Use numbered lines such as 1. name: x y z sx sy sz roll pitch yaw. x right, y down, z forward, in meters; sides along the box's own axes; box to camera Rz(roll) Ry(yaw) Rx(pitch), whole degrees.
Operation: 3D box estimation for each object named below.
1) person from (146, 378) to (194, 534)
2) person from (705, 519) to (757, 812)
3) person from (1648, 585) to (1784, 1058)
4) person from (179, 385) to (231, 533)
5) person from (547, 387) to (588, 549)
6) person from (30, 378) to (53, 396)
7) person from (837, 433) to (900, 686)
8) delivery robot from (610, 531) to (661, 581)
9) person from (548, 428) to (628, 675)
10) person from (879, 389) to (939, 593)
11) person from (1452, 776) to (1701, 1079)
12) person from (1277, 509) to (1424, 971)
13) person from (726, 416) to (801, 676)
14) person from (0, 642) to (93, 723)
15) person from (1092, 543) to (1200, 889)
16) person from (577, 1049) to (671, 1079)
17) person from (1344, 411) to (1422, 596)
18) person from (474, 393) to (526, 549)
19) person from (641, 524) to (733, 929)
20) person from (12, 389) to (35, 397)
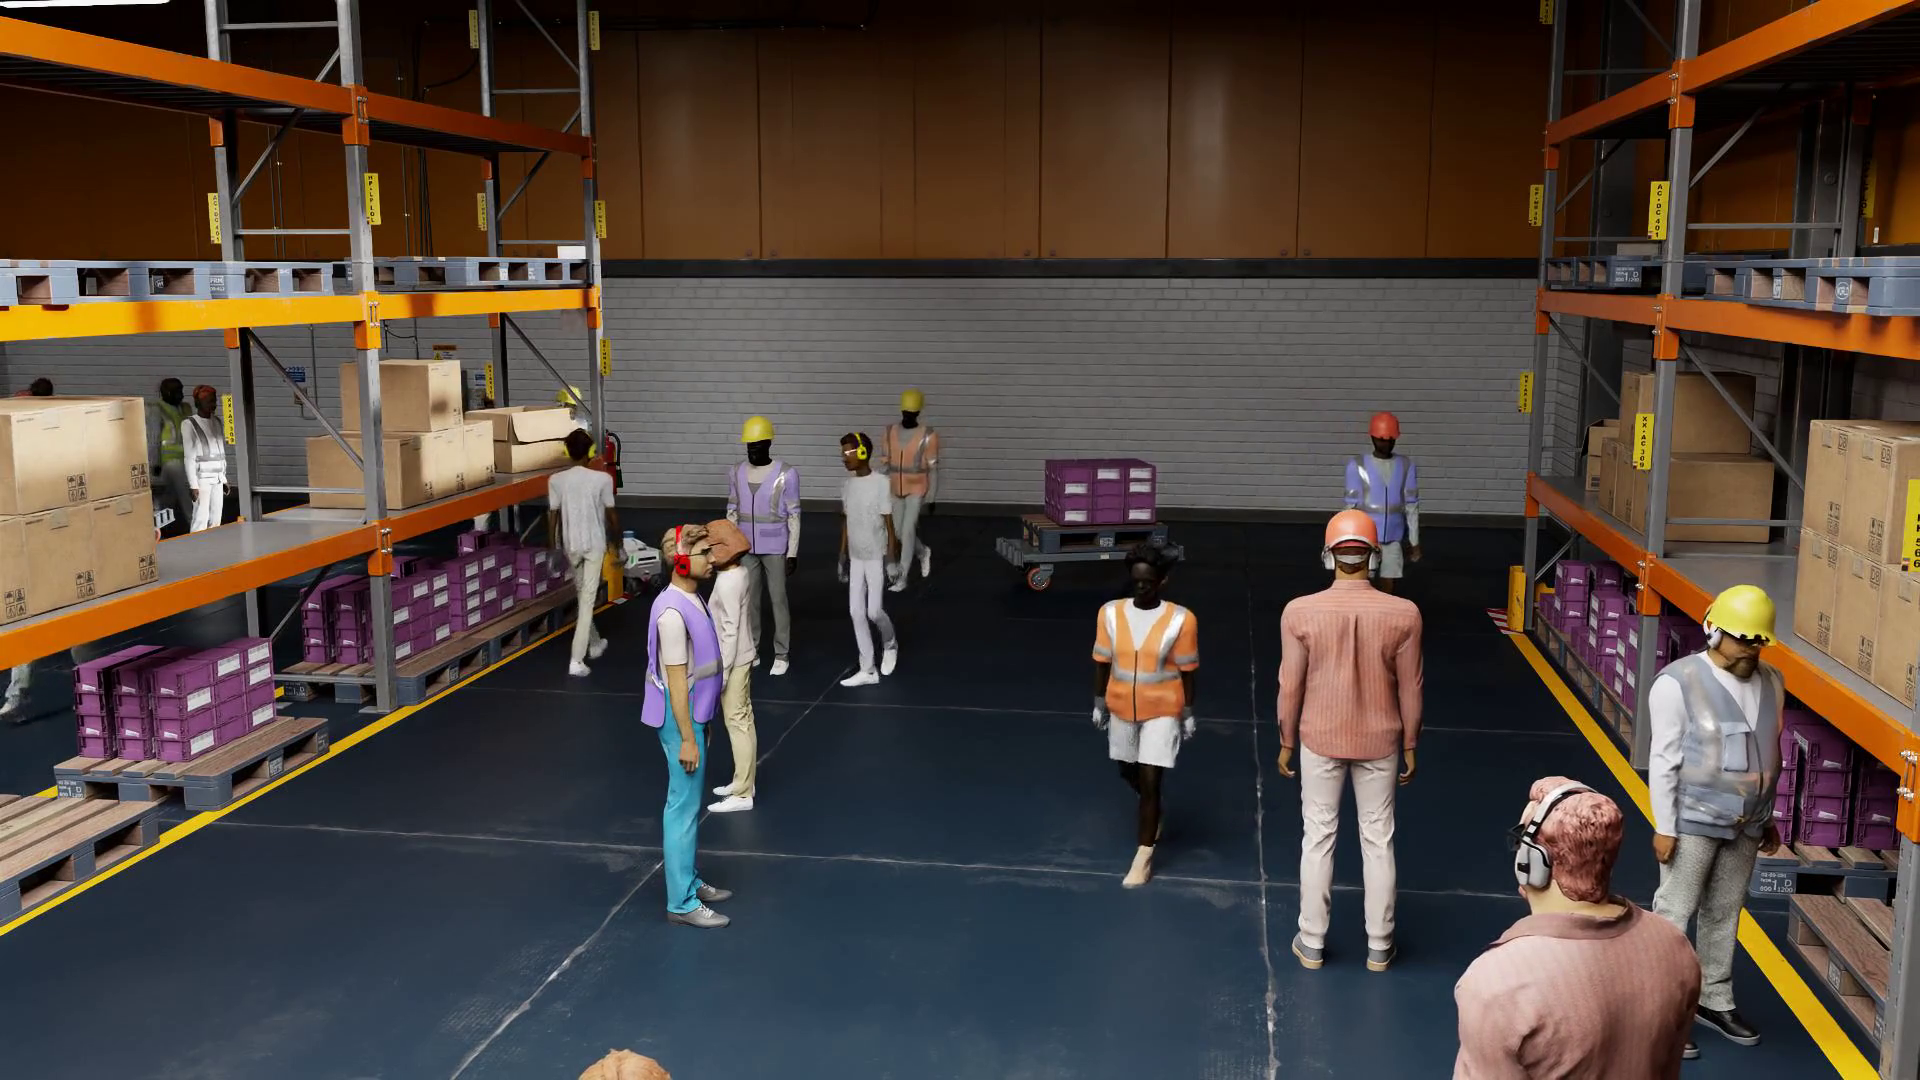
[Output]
1. person: -8.859 -0.931 18.729 0.915 1.809 0.633 2 9 12
2. person: -1.277 0.690 9.242 0.279 1.633 0.498 0 9 0
3. person: 2.907 1.061 6.377 0.586 1.822 0.404 -3 10 -19
4. person: -7.363 -0.575 16.273 0.337 1.882 0.583 1 9 8
5. person: -4.046 -0.664 17.057 0.636 1.809 0.527 -7 11 -37
6. person: -10.183 -0.911 18.604 0.469 1.812 0.689 -7 11 -36
7. person: -0.635 0.137 12.073 0.591 1.827 0.608 8 12 39
8. delivery robot: -3.096 0.158 15.553 0.477 0.478 0.707 -8 12 -39
9. person: -2.810 0.074 12.500 0.517 1.821 0.996 2 9 10
10. person: -0.455 -0.484 15.661 0.614 1.902 0.745 5 10 27
11. person: 1.290 1.456 3.681 0.651 1.907 0.409 -5 10 -28
12. person: 1.661 0.859 7.118 0.611 1.986 0.393 2 9 9
13. person: -1.467 0.045 12.318 0.593 1.926 0.366 3 10 20
14. person: -6.124 0.362 11.069 0.504 1.700 0.905 1 9 6
15. person: 0.946 0.822 8.317 0.540 1.679 0.768 5 10 26
16. person: -0.587 1.701 3.011 0.500 1.633 0.282 -1 9 -6
17. person: 3.223 -0.020 12.731 0.558 1.931 0.403 -1 9 -5
18. person: -4.710 -0.630 16.910 0.627 1.811 0.846 2 9 9
19. person: -1.261 0.844 7.645 0.389 1.845 0.567 -1 9 -5
20. person: -8.576 -0.441 15.399 0.639 1.903 0.407 -7 11 -37
